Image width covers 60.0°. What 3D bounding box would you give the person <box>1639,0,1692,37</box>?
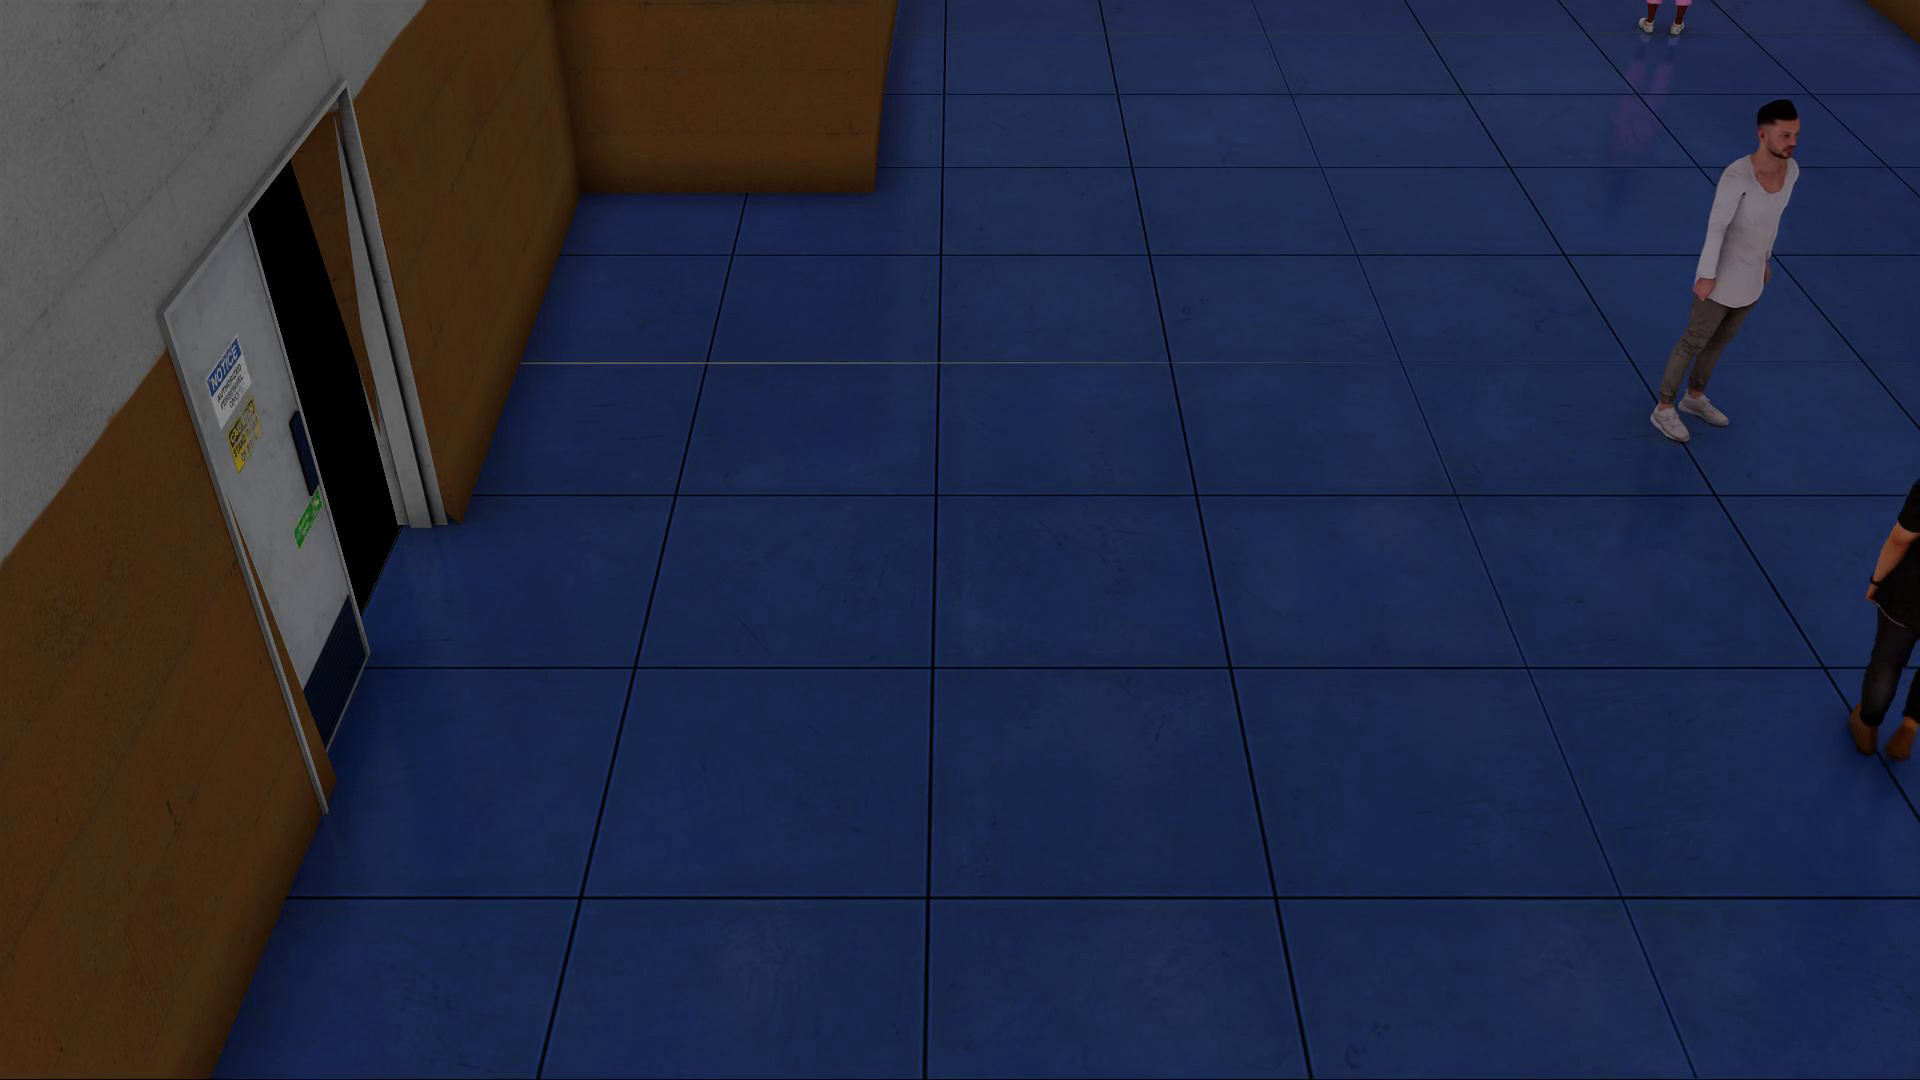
[{"bbox_3d":[5.836,-4.949,13.354,0.520,1.742,0.685,8,38,10],"label":"person"}]

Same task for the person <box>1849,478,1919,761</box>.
[{"bbox_3d":[3.826,0.232,6.480,0.746,1.707,0.821,15,39,19],"label":"person"}]

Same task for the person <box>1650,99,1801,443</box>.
[{"bbox_3d":[3.959,-1.387,8.527,0.670,1.839,0.807,-19,41,-23],"label":"person"}]
